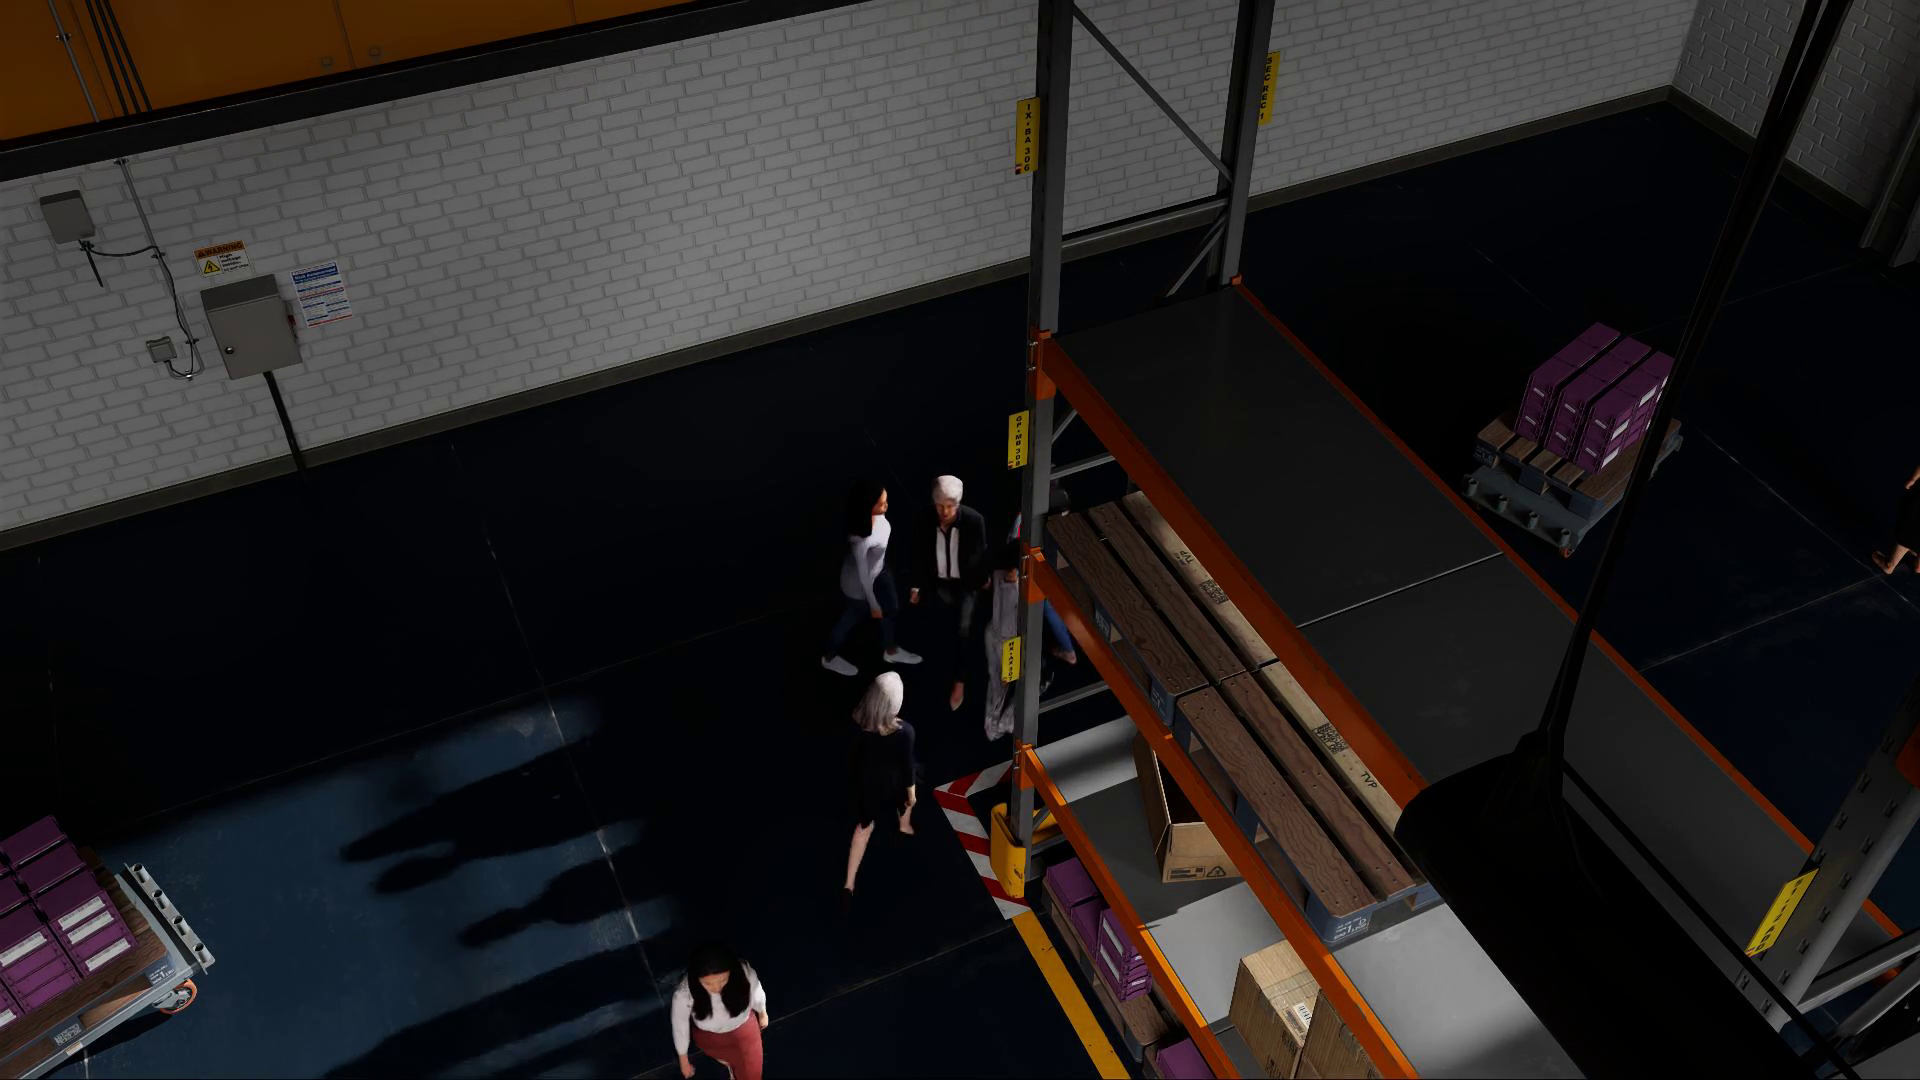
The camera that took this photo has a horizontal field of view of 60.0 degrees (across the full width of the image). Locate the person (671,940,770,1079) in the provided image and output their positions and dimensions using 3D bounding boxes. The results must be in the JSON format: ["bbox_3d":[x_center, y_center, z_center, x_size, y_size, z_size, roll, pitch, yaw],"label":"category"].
[{"bbox_3d":[-1.191,2.446,8.399,0.779,1.707,1.117,-9,44,-10],"label":"person"}]

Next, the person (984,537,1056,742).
[{"bbox_3d":[0.246,0.677,10.216,0.720,1.762,0.587,-21,48,-21],"label":"person"}]

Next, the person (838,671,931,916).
[{"bbox_3d":[-0.471,1.443,9.446,1.106,1.715,1.106,18,47,18],"label":"person"}]

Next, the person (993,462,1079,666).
[{"bbox_3d":[0.586,0.172,10.889,1.146,1.564,0.875,33,53,30],"label":"person"}]

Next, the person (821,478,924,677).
[{"bbox_3d":[-0.697,0.251,10.709,1.011,1.698,0.987,9,44,9],"label":"person"}]

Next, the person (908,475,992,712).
[{"bbox_3d":[0.017,0.152,10.623,1.182,1.750,1.218,10,44,10],"label":"person"}]

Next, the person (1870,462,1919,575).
[{"bbox_3d":[6.749,-0.398,11.443,0.654,1.626,0.685,1,44,1],"label":"person"}]
